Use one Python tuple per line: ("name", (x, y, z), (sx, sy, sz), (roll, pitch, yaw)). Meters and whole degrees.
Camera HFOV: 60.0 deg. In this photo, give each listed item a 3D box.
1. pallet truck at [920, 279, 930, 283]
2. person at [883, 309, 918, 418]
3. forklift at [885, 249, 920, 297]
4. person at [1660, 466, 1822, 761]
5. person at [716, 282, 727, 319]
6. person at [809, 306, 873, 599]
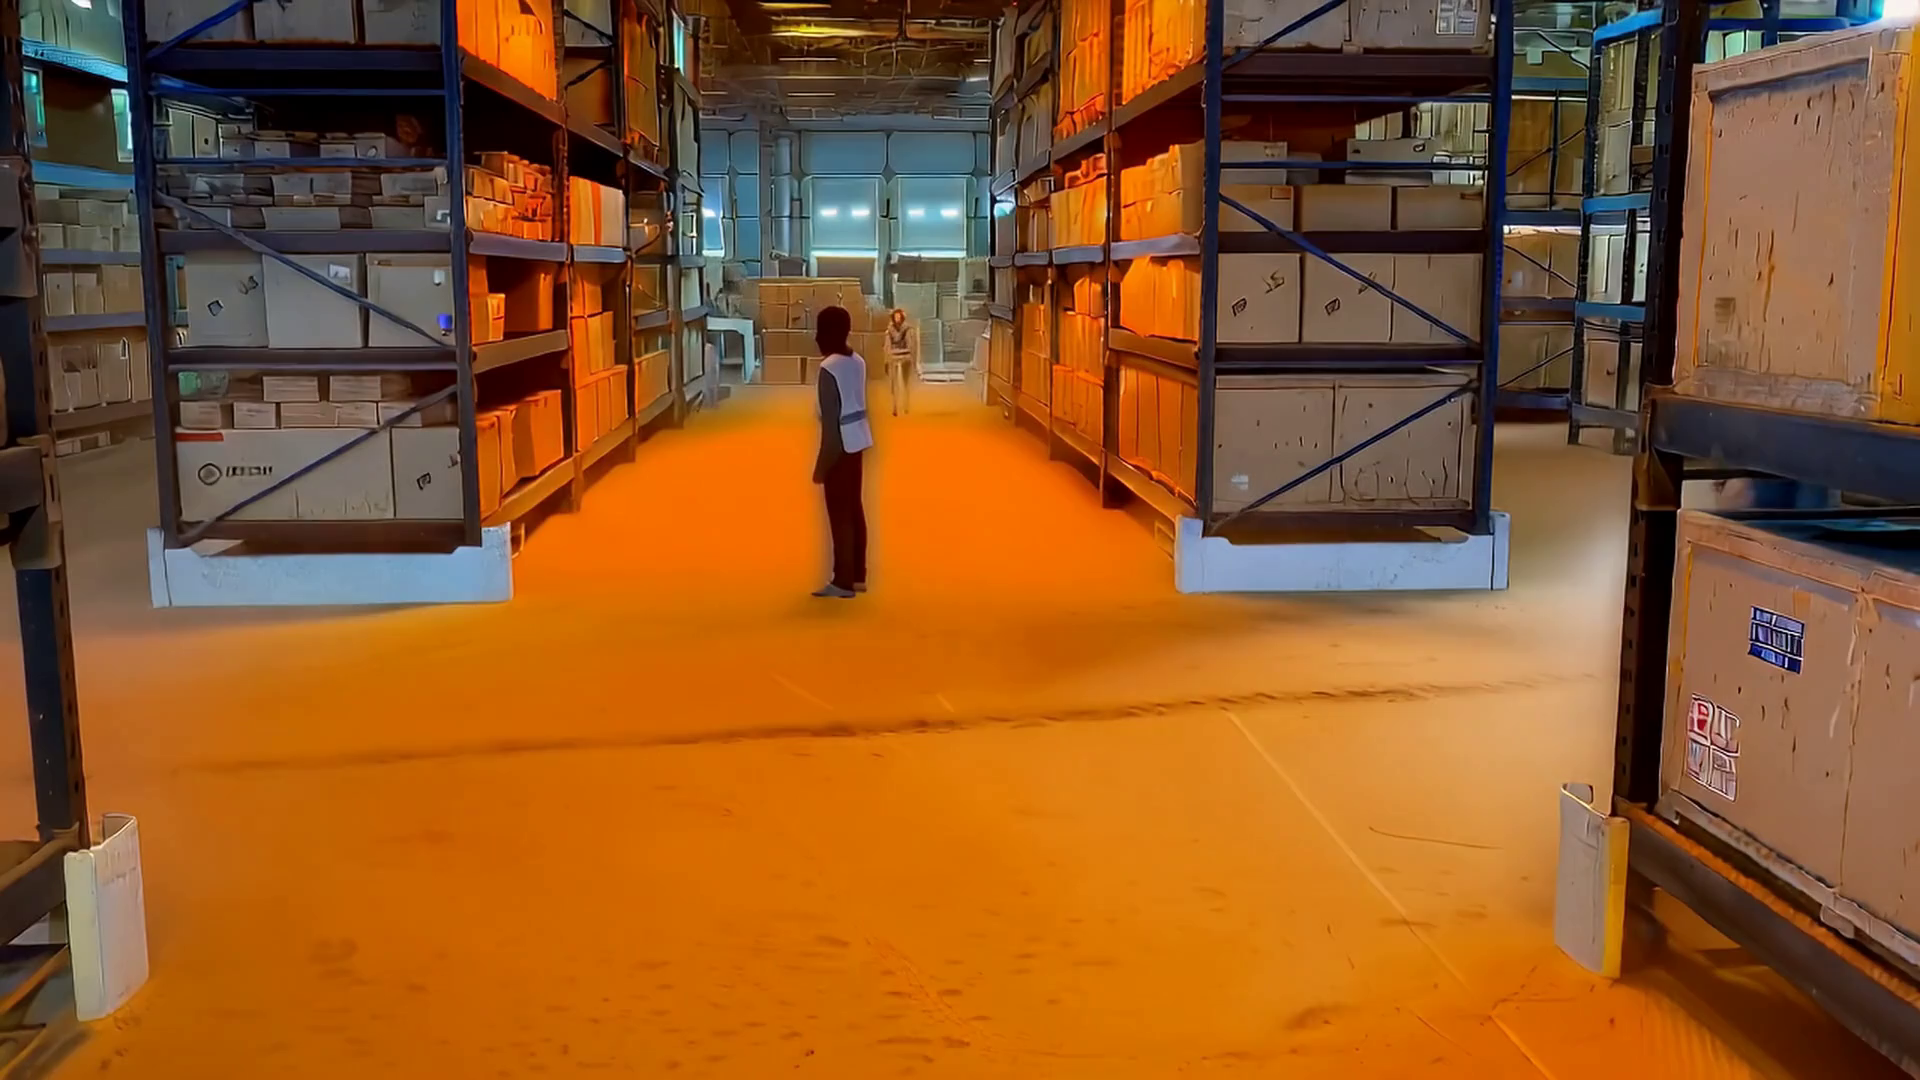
("pallet truck", (-0.932, -8.922, 63.114), (1.885, 1.965, 0.823), (2, 9, 13))
("person", (-0.888, -2.627, 24.744), (0.532, 1.624, 0.456), (0, 9, 3))
("forklift", (-1.544, -6.484, 45.045), (1.129, 2.768, 1.873), (-1, 9, -4))
("person", (3.440, 0.130, 6.948), (0.986, 1.797, 0.634), (4, 10, 22))
("person", (-7.859, -7.649, 55.431), (0.916, 1.909, 0.638), (-3, 10, -18))
("person", (-0.782, -0.569, 10.913), (0.390, 1.920, 0.587), (3, 9, 16))
